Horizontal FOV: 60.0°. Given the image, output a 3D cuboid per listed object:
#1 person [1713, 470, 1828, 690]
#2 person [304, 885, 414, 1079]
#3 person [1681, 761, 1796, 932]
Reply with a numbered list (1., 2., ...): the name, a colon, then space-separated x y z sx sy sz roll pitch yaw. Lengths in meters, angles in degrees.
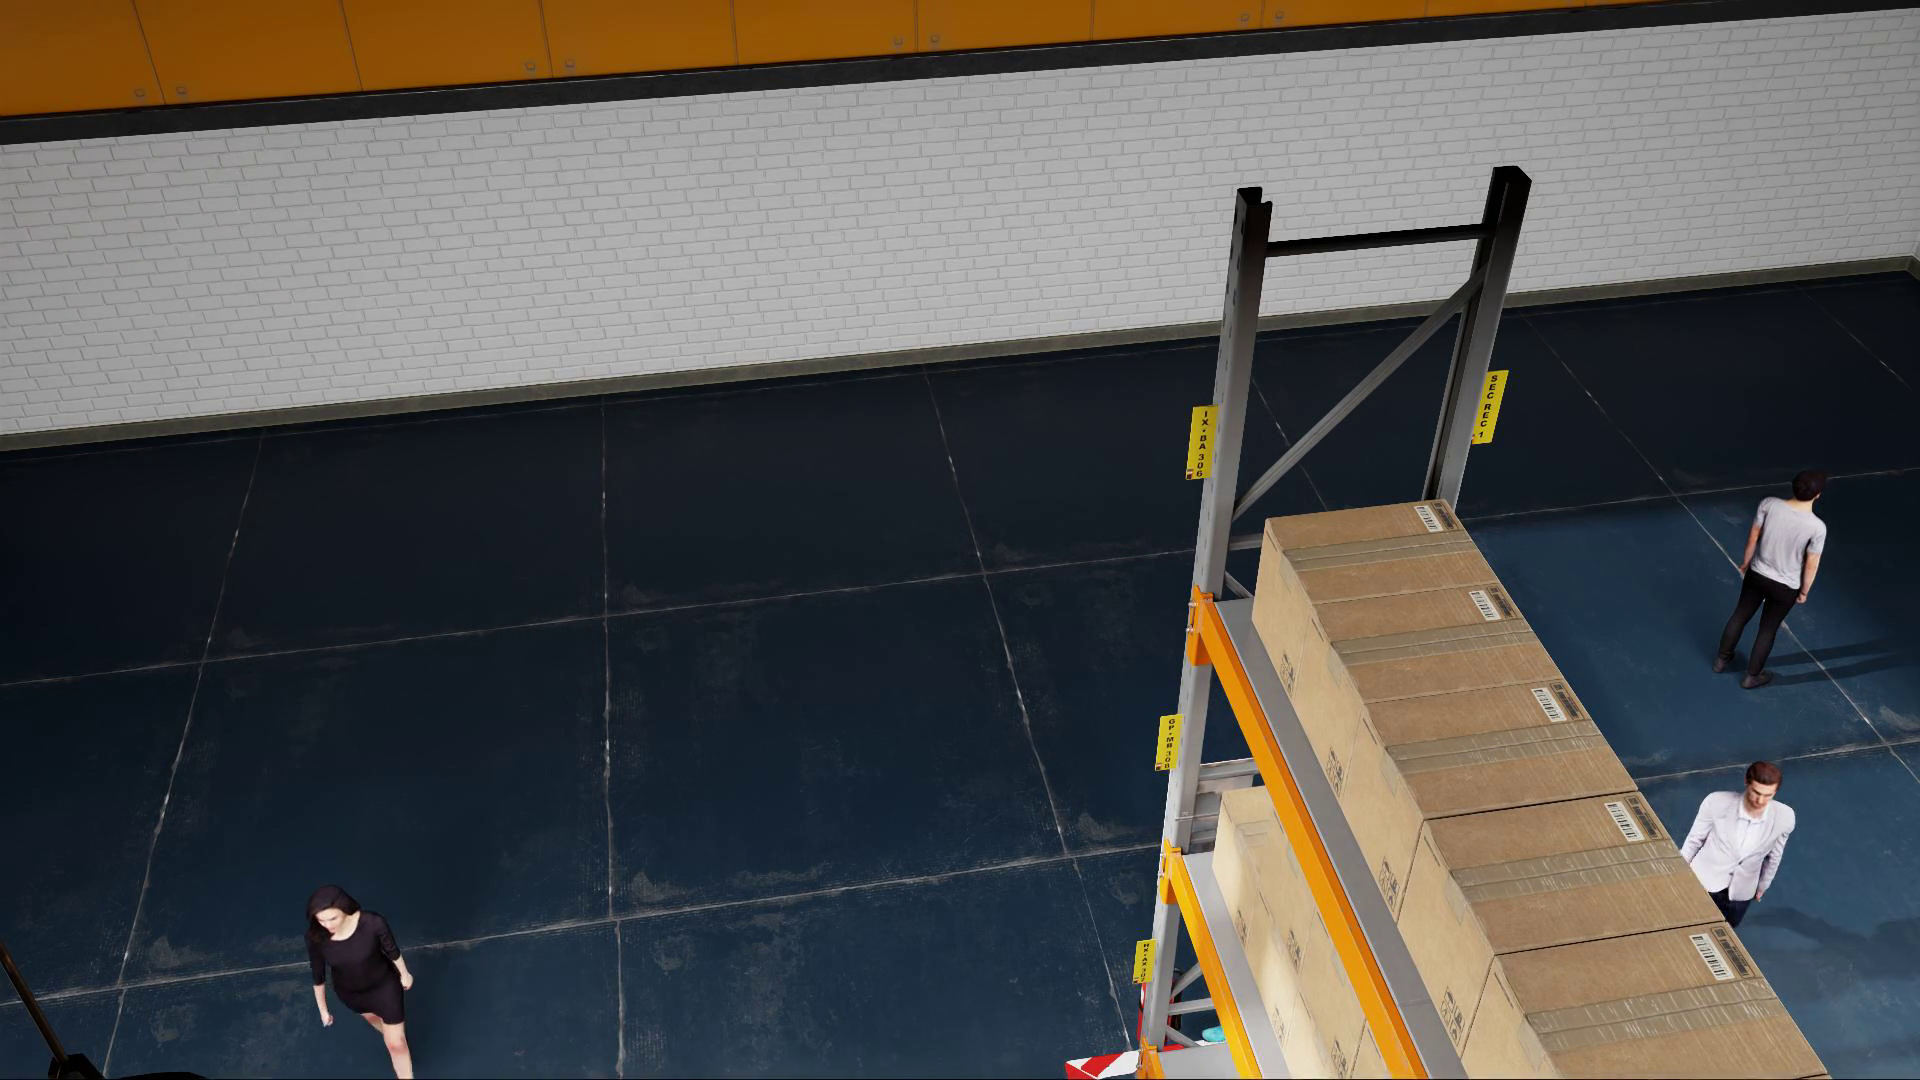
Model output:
1. person: 5.801 0.268 11.871 0.805 1.864 0.673 -27 46 -30
2. person: -3.263 2.430 9.239 0.653 1.770 0.930 -4 39 -5
3. person: 4.497 1.934 9.810 0.981 1.832 1.158 12 40 14
